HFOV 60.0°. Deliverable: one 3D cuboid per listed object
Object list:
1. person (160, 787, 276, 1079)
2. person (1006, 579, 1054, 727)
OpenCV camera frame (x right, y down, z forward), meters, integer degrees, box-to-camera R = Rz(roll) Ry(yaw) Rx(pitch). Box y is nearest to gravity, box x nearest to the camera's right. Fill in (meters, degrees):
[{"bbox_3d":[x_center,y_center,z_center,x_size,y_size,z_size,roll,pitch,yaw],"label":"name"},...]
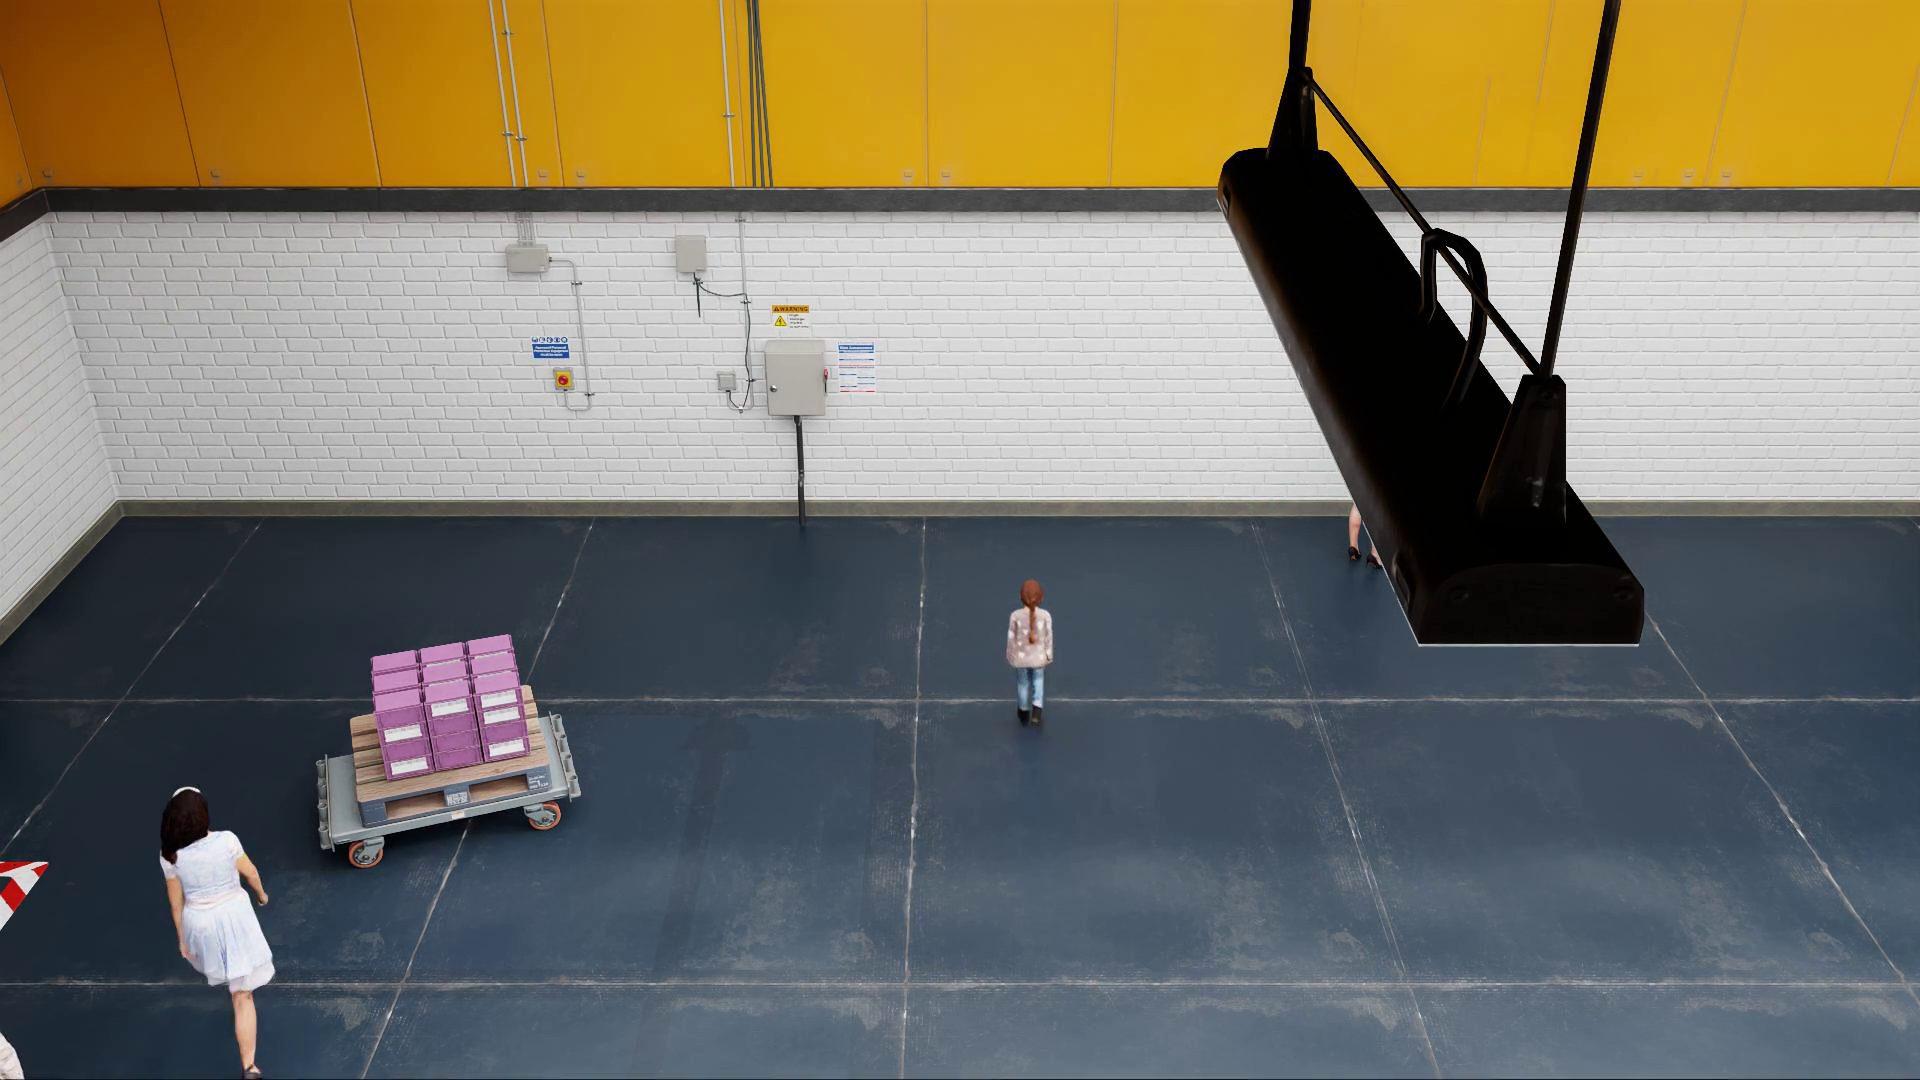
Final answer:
[{"bbox_3d":[-3.940,2.180,8.894,0.881,1.769,1.236,-7,29,-13],"label":"person"},{"bbox_3d":[0.497,0.848,11.944,0.496,1.188,0.551,-2,29,-3],"label":"person"}]
